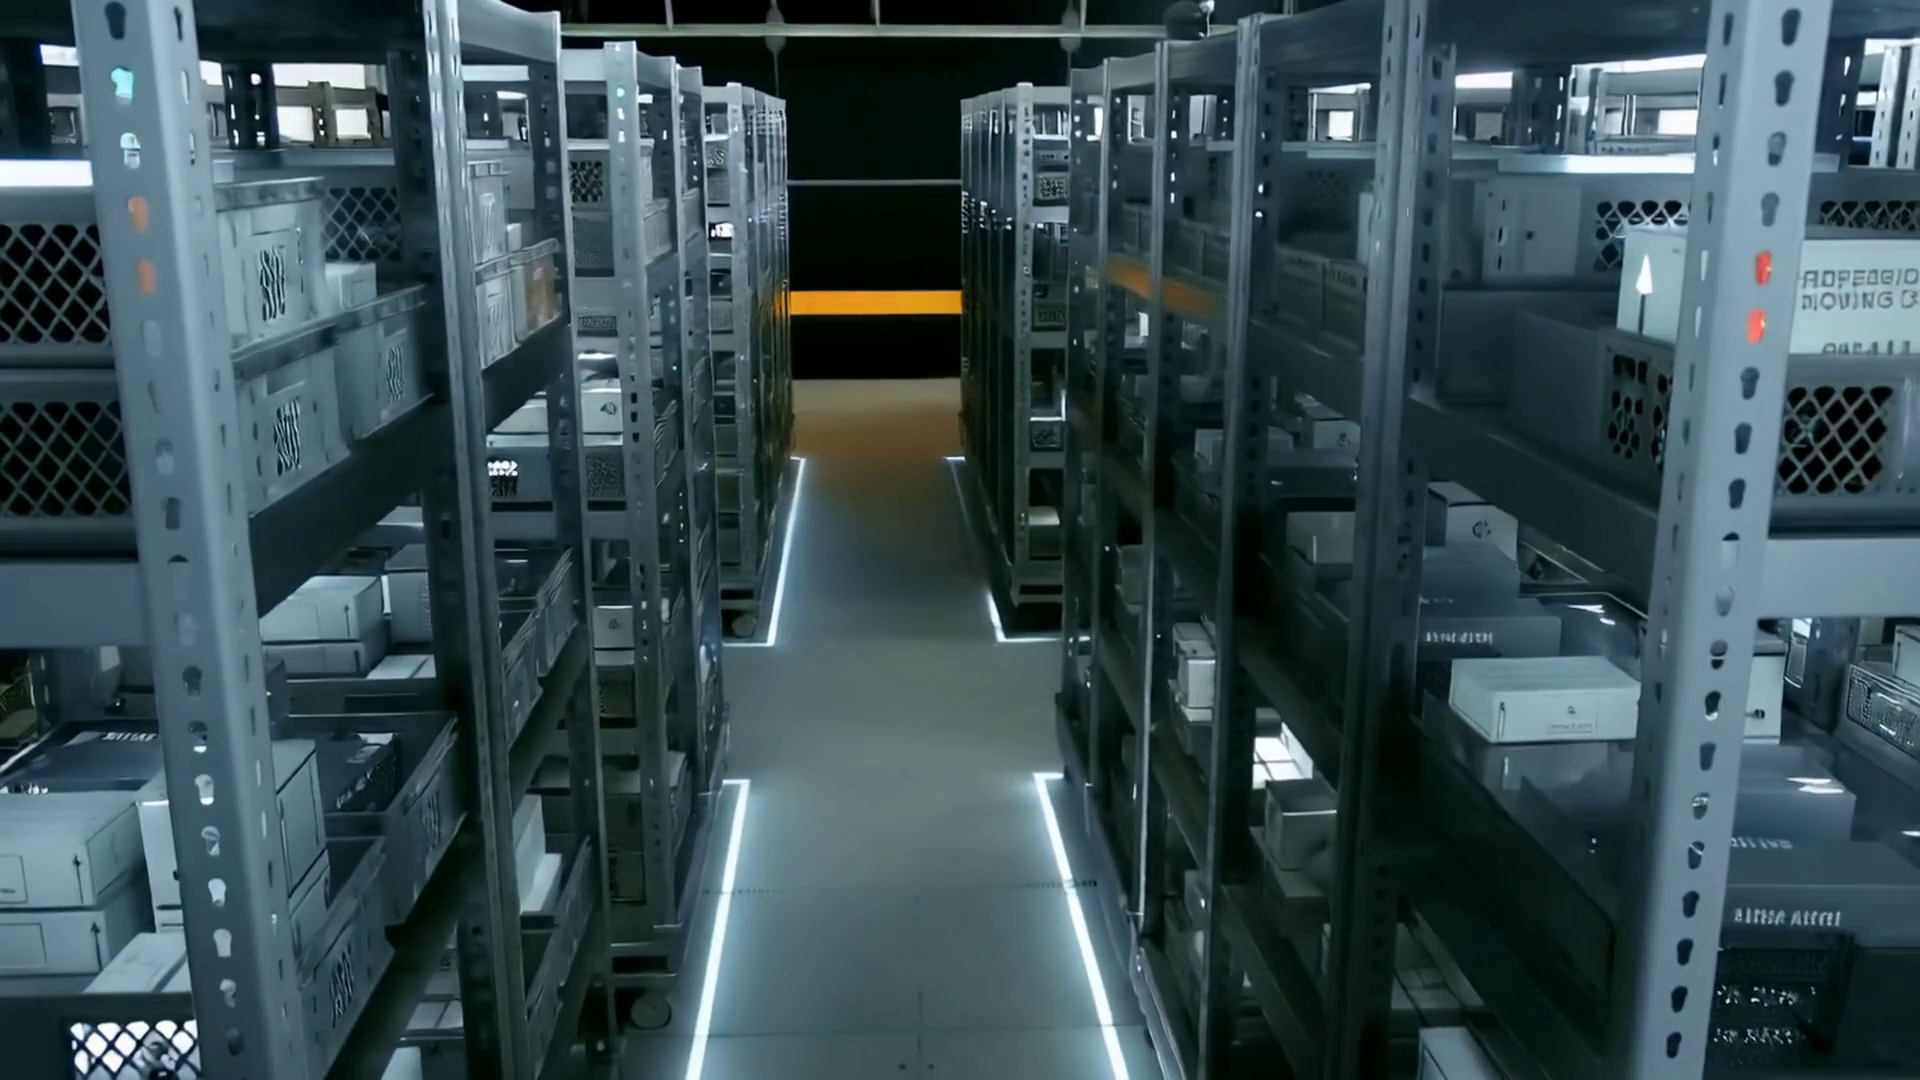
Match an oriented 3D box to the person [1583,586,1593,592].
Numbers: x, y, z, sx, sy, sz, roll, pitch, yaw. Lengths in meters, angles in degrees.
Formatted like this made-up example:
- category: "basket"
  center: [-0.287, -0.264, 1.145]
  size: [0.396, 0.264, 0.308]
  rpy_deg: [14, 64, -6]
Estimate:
- category: "person"
  center: [4.529, -0.410, 11.629]
  size: [0.403, 1.833, 0.590]
  rpy_deg: [-2, 14, -8]
